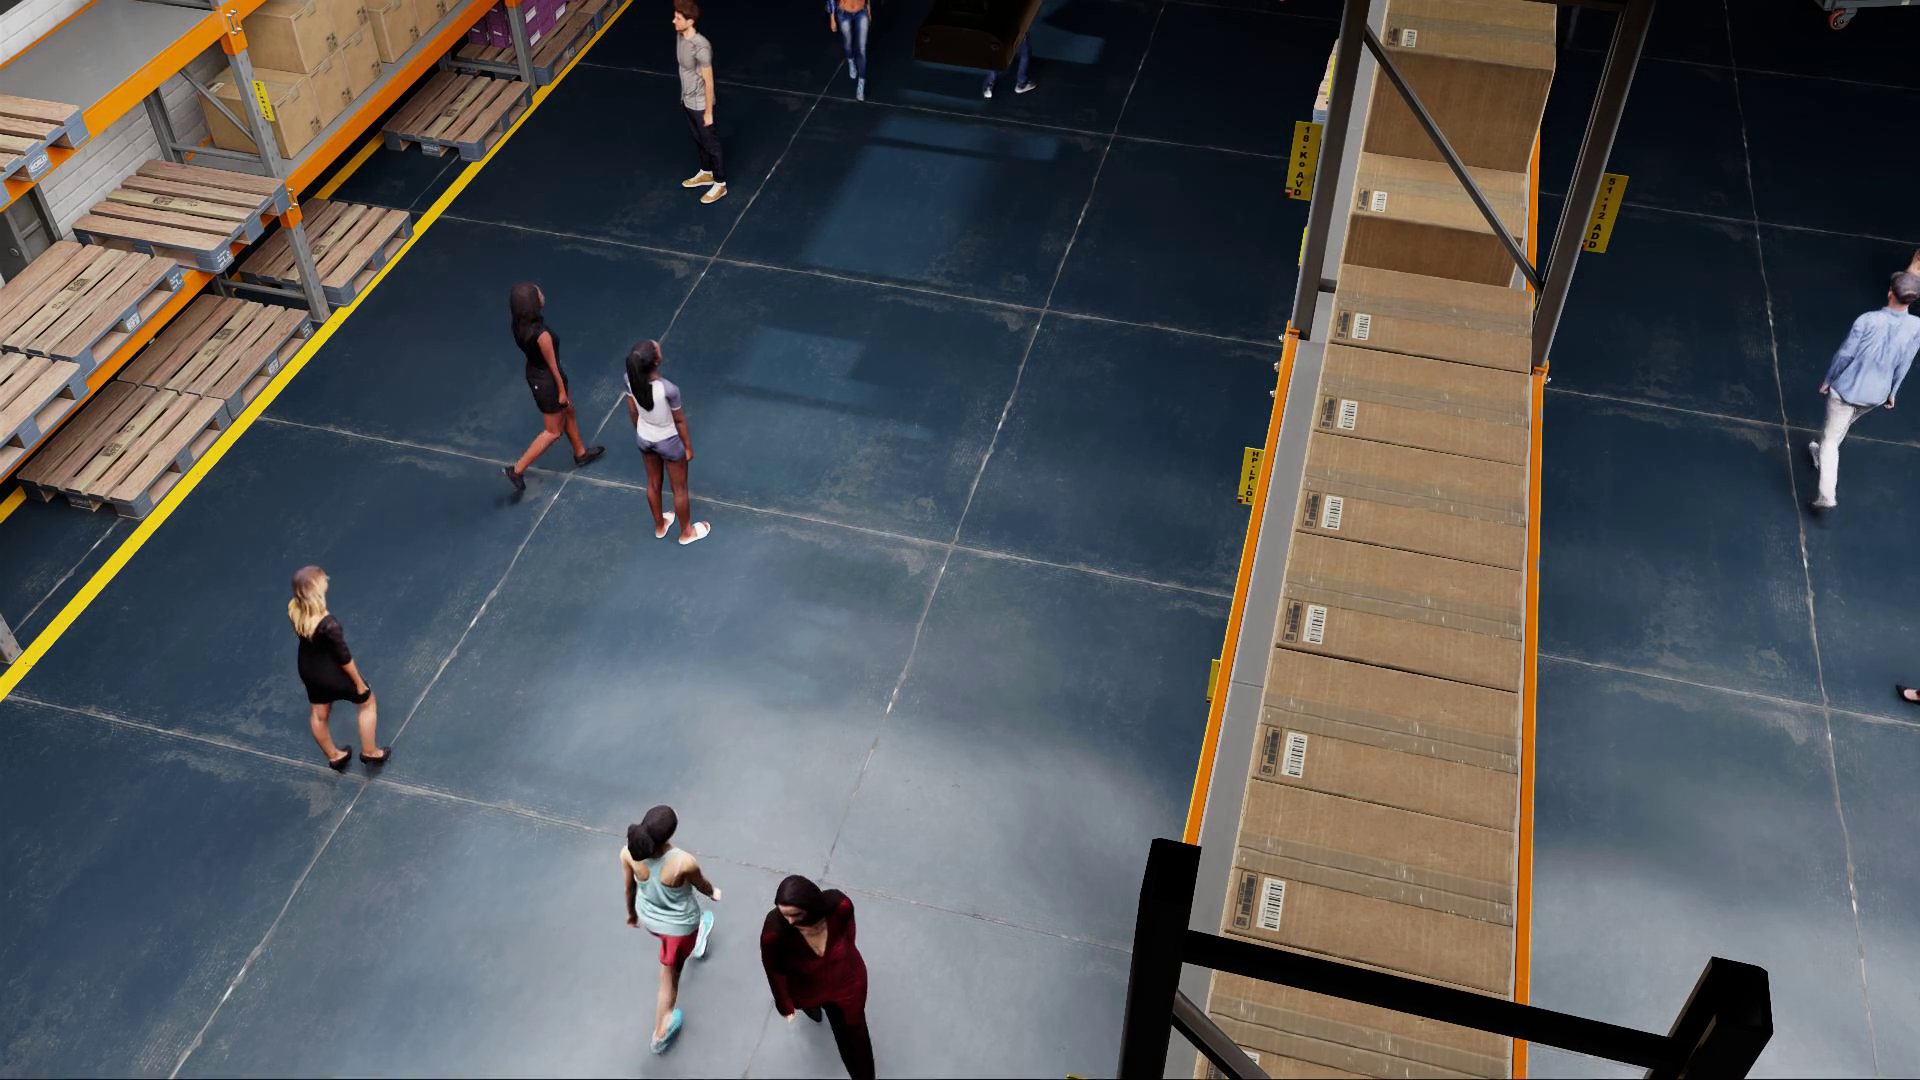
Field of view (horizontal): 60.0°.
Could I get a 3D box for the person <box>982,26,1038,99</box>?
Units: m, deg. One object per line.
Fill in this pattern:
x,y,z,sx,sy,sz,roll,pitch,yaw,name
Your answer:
0.478,-5.061,16.288,0.802,1.528,0.930,30,51,28,person

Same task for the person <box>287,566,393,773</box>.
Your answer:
-3.819,0.835,10.004,0.629,1.659,0.676,19,47,19,person

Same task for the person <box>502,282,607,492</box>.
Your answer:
-3.043,-1.082,11.974,1.143,1.717,1.010,-28,50,-26,person

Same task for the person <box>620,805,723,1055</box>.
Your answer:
-1.540,2.066,8.668,0.623,1.720,1.093,13,45,13,person

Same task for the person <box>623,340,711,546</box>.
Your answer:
-2.076,-0.681,11.550,0.646,1.721,0.619,18,47,18,person

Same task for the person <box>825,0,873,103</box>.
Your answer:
-1.072,-5.182,16.384,0.901,1.572,1.138,-5,44,-5,person

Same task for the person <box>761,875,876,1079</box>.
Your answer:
-0.782,2.179,8.576,1.121,1.682,1.246,-18,46,-18,person

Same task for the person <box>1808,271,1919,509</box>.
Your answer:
6.410,-1.034,11.815,0.753,1.867,1.158,5,44,5,person

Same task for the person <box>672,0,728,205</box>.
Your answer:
-2.332,-3.928,14.834,0.766,1.893,0.728,-26,49,-24,person
